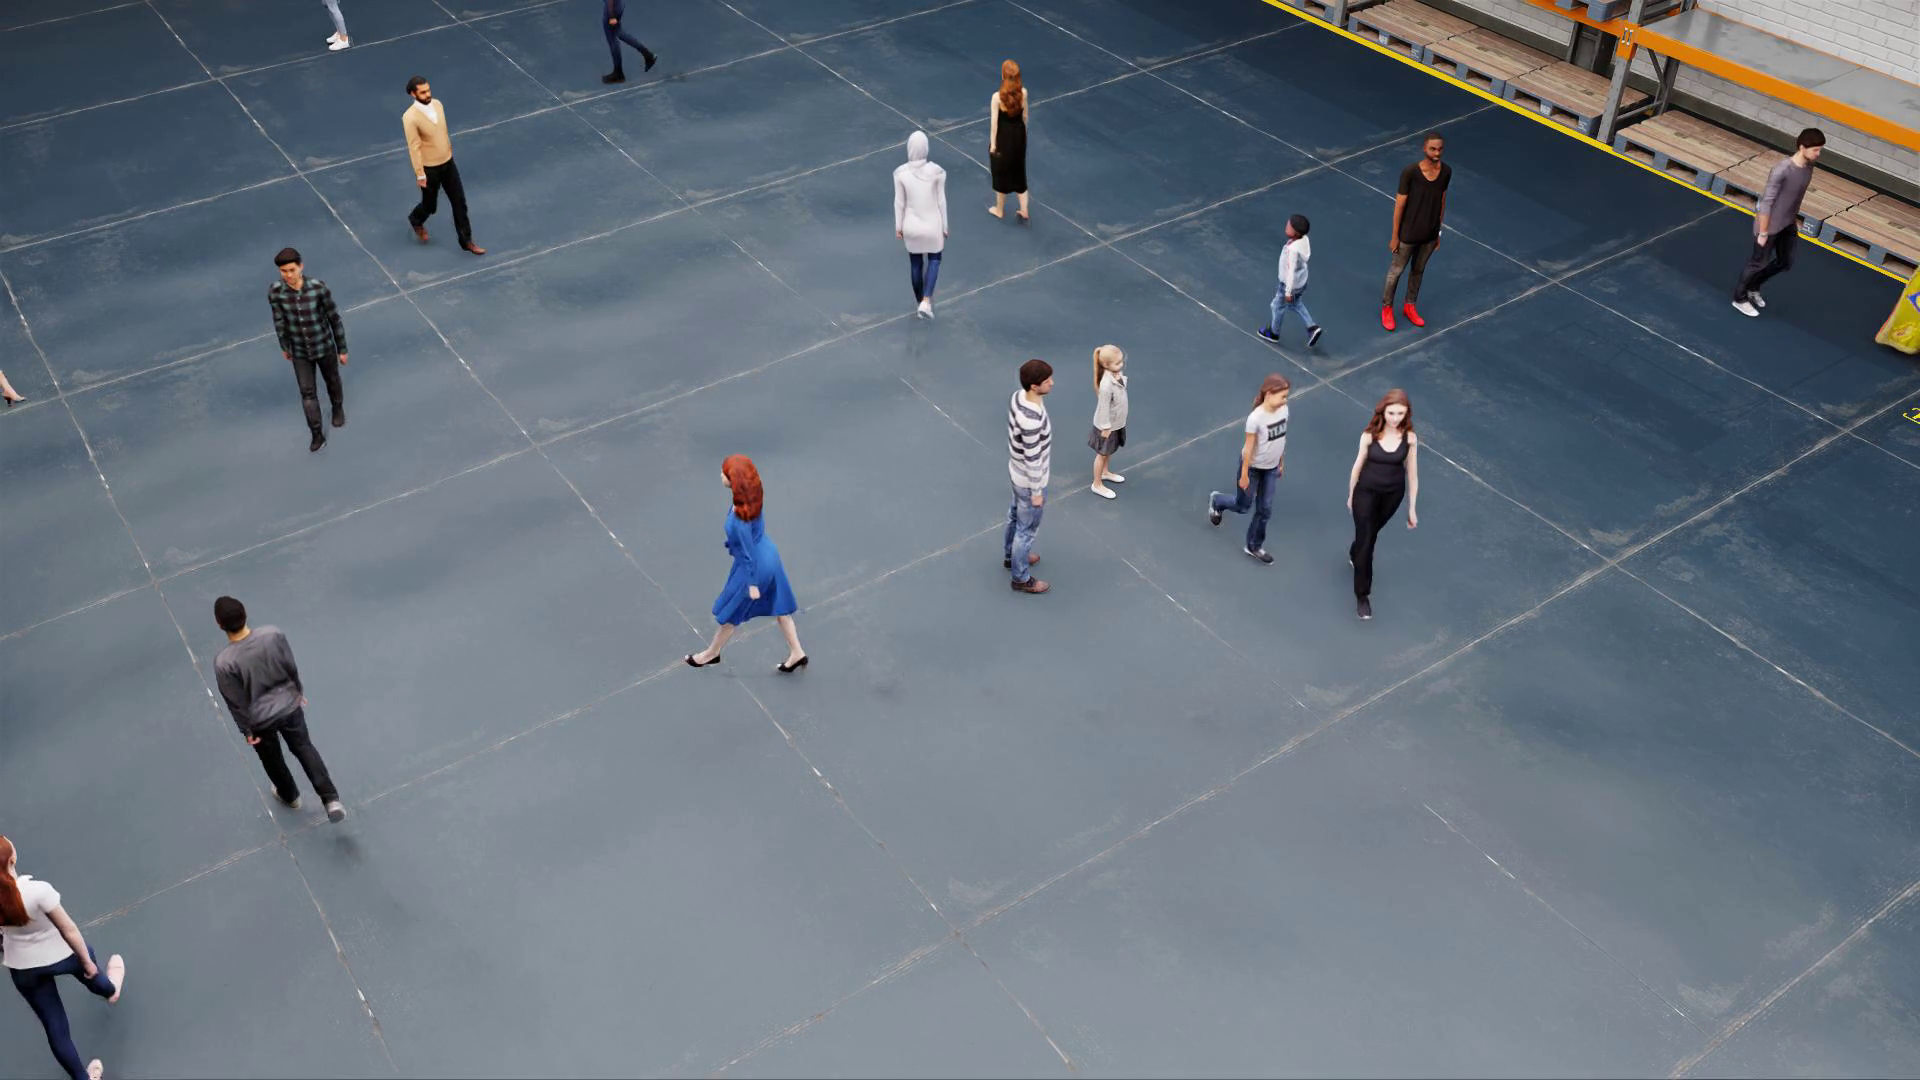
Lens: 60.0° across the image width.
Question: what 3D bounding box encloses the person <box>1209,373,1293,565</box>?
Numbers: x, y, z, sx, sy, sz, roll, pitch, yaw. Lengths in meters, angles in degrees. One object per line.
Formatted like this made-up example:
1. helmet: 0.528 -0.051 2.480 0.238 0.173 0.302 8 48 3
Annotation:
1. person: 2.130 -0.575 12.081 0.575 1.542 0.896 -21 43 -24

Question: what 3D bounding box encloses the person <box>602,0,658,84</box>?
1. person: -3.797 -5.986 18.703 0.967 1.733 0.955 0 39 0

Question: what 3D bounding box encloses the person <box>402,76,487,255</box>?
1. person: -4.981 -3.518 15.619 1.207 1.726 0.958 21 43 24

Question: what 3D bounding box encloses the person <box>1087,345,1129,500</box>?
1. person: 1.140 -0.933 12.743 0.643 1.276 0.598 15 41 17

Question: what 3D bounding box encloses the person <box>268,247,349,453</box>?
1. person: -5.189 -1.609 13.315 0.938 1.692 1.111 -8 39 -10

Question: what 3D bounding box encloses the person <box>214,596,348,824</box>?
1. person: -4.055 1.048 9.884 1.018 1.747 0.751 29 47 32

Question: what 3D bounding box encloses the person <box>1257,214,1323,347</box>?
1. person: 2.928 -2.231 14.392 0.847 1.246 0.628 25 45 28

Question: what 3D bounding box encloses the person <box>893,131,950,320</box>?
1. person: -0.336 -2.688 14.545 0.854 1.768 0.919 5 39 6

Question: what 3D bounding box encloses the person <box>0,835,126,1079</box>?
1. person: -4.653 2.225 8.451 0.834 1.697 1.152 -10 40 -13

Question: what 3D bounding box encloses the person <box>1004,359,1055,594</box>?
1. person: 0.474 -0.471 11.703 0.783 1.852 0.634 -5 39 -6

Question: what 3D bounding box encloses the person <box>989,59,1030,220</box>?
1. person: 0.500 -3.872 16.135 0.622 1.636 0.672 -17 42 -20

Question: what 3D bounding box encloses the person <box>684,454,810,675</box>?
1. person: -1.249 0.229 10.877 1.125 1.789 1.081 5 39 6

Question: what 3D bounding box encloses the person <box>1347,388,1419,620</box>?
1. person: 2.930 -0.377 11.700 0.945 1.708 1.112 -2 39 -3

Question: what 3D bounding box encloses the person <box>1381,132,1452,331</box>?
1. person: 3.995 -2.718 14.554 0.703 1.806 0.659 -9 40 -11

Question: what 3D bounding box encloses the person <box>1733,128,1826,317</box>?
1. person: 7.142 -2.851 14.701 0.756 1.829 0.690 -19 43 -23
